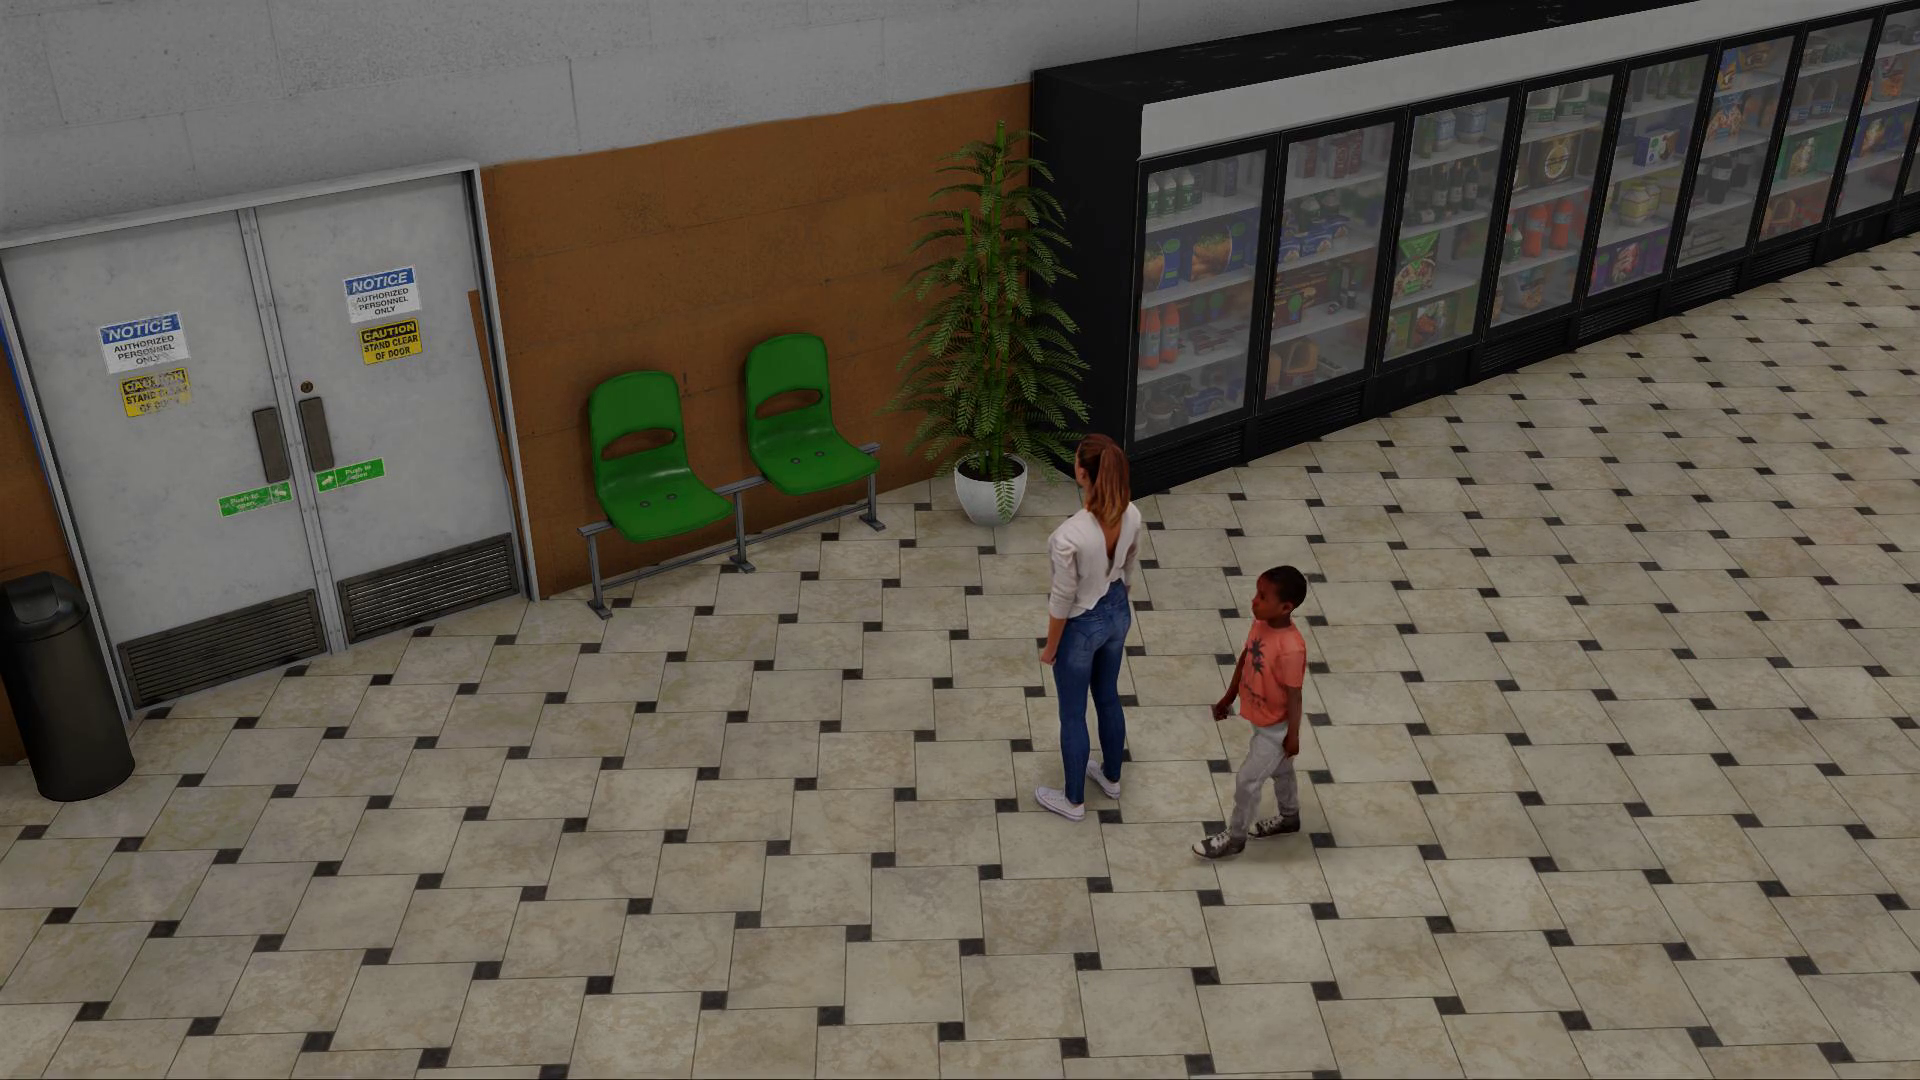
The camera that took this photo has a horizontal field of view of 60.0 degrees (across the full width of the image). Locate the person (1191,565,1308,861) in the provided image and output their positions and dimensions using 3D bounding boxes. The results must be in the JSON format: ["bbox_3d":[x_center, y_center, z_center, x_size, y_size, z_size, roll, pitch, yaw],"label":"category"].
[{"bbox_3d":[1.299,0.676,6.597,0.705,1.291,0.734,-4,29,-8],"label":"person"}]

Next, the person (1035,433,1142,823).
[{"bbox_3d":[0.534,0.361,6.727,0.624,1.720,0.547,-22,36,-35],"label":"person"}]
